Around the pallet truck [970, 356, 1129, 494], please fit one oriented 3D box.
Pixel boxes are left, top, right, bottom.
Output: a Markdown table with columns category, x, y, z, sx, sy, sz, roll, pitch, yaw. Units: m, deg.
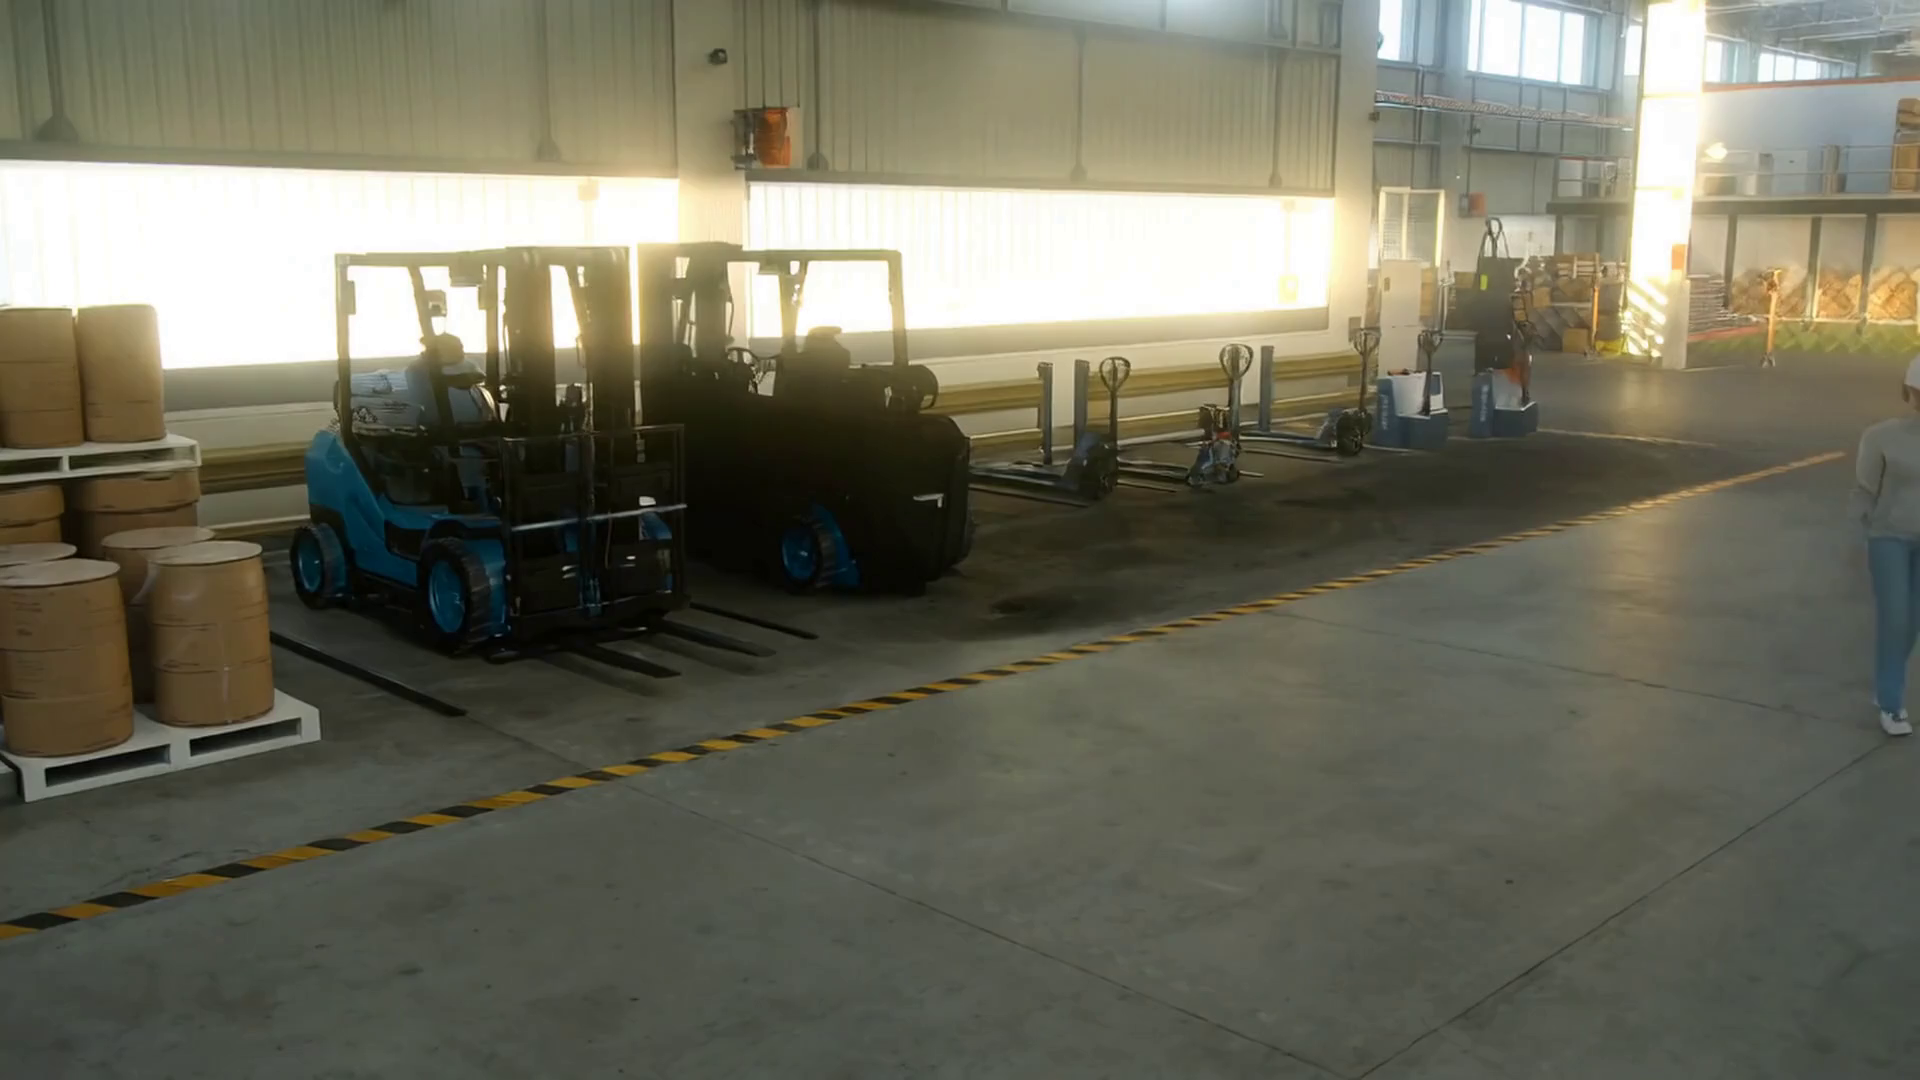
| category | x | y | z | sx | sy | sz | roll | pitch | yaw |
| --- | --- | --- | --- | --- | --- | --- | --- | --- | --- |
| pallet truck | 0.784 | -1.085 | 14.876 | 0.680 | 1.201 | 1.601 | -10 | 14 | -44 |

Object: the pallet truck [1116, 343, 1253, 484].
| category | x | y | z | sx | sy | sz | roll | pitch | yaw |
| --- | --- | --- | --- | --- | --- | --- | --- | --- | --- |
| pallet truck | 1.962 | -1.215 | 15.415 | 1.522 | 1.261 | 0.704 | 10 | 14 | 43 |

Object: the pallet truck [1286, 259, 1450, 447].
| category | x | y | z | sx | sy | sz | roll | pitch | yaw |
| --- | --- | --- | --- | --- | --- | --- | --- | --- | --- |
| pallet truck | 4.493 | -2.078 | 18.196 | 0.823 | 1.965 | 1.885 | -9 | 14 | -40 |

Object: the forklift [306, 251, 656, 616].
| category | x | y | z | sx | sy | sz | roll | pitch | yaw |
| --- | --- | --- | --- | --- | --- | --- | --- | --- | --- |
| forklift | -2.833 | -0.669 | 9.694 | 1.157 | 1.987 | 2.680 | -10 | 14 | -44 |

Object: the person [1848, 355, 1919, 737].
| category | x | y | z | sx | sy | sz | roll | pitch | yaw |
| --- | --- | --- | --- | --- | --- | --- | --- | --- | --- |
| person | 4.313 | 0.028 | 7.456 | 0.527 | 1.726 | 0.852 | 2 | 11 | 10 |

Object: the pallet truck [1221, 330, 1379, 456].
| category | x | y | z | sx | sy | sz | roll | pitch | yaw |
| --- | --- | --- | --- | --- | --- | --- | --- | --- | --- |
| pallet truck | 3.563 | -1.581 | 17.381 | 0.653 | 1.274 | 1.630 | -10 | 14 | -44 |

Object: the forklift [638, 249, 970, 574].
| category | x | y | z | sx | sy | sz | roll | pitch | yaw |
| --- | --- | --- | --- | --- | --- | --- | --- | --- | --- |
| forklift | -1.173 | -0.958 | 11.239 | 2.680 | 1.987 | 1.157 | 10 | 14 | 43 |

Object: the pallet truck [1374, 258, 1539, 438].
| category | x | y | z | sx | sy | sz | roll | pitch | yaw |
| --- | --- | --- | --- | --- | --- | --- | --- | --- | --- |
| pallet truck | 5.704 | -2.208 | 18.901 | 1.885 | 1.965 | 0.823 | 10 | 14 | 43 |
